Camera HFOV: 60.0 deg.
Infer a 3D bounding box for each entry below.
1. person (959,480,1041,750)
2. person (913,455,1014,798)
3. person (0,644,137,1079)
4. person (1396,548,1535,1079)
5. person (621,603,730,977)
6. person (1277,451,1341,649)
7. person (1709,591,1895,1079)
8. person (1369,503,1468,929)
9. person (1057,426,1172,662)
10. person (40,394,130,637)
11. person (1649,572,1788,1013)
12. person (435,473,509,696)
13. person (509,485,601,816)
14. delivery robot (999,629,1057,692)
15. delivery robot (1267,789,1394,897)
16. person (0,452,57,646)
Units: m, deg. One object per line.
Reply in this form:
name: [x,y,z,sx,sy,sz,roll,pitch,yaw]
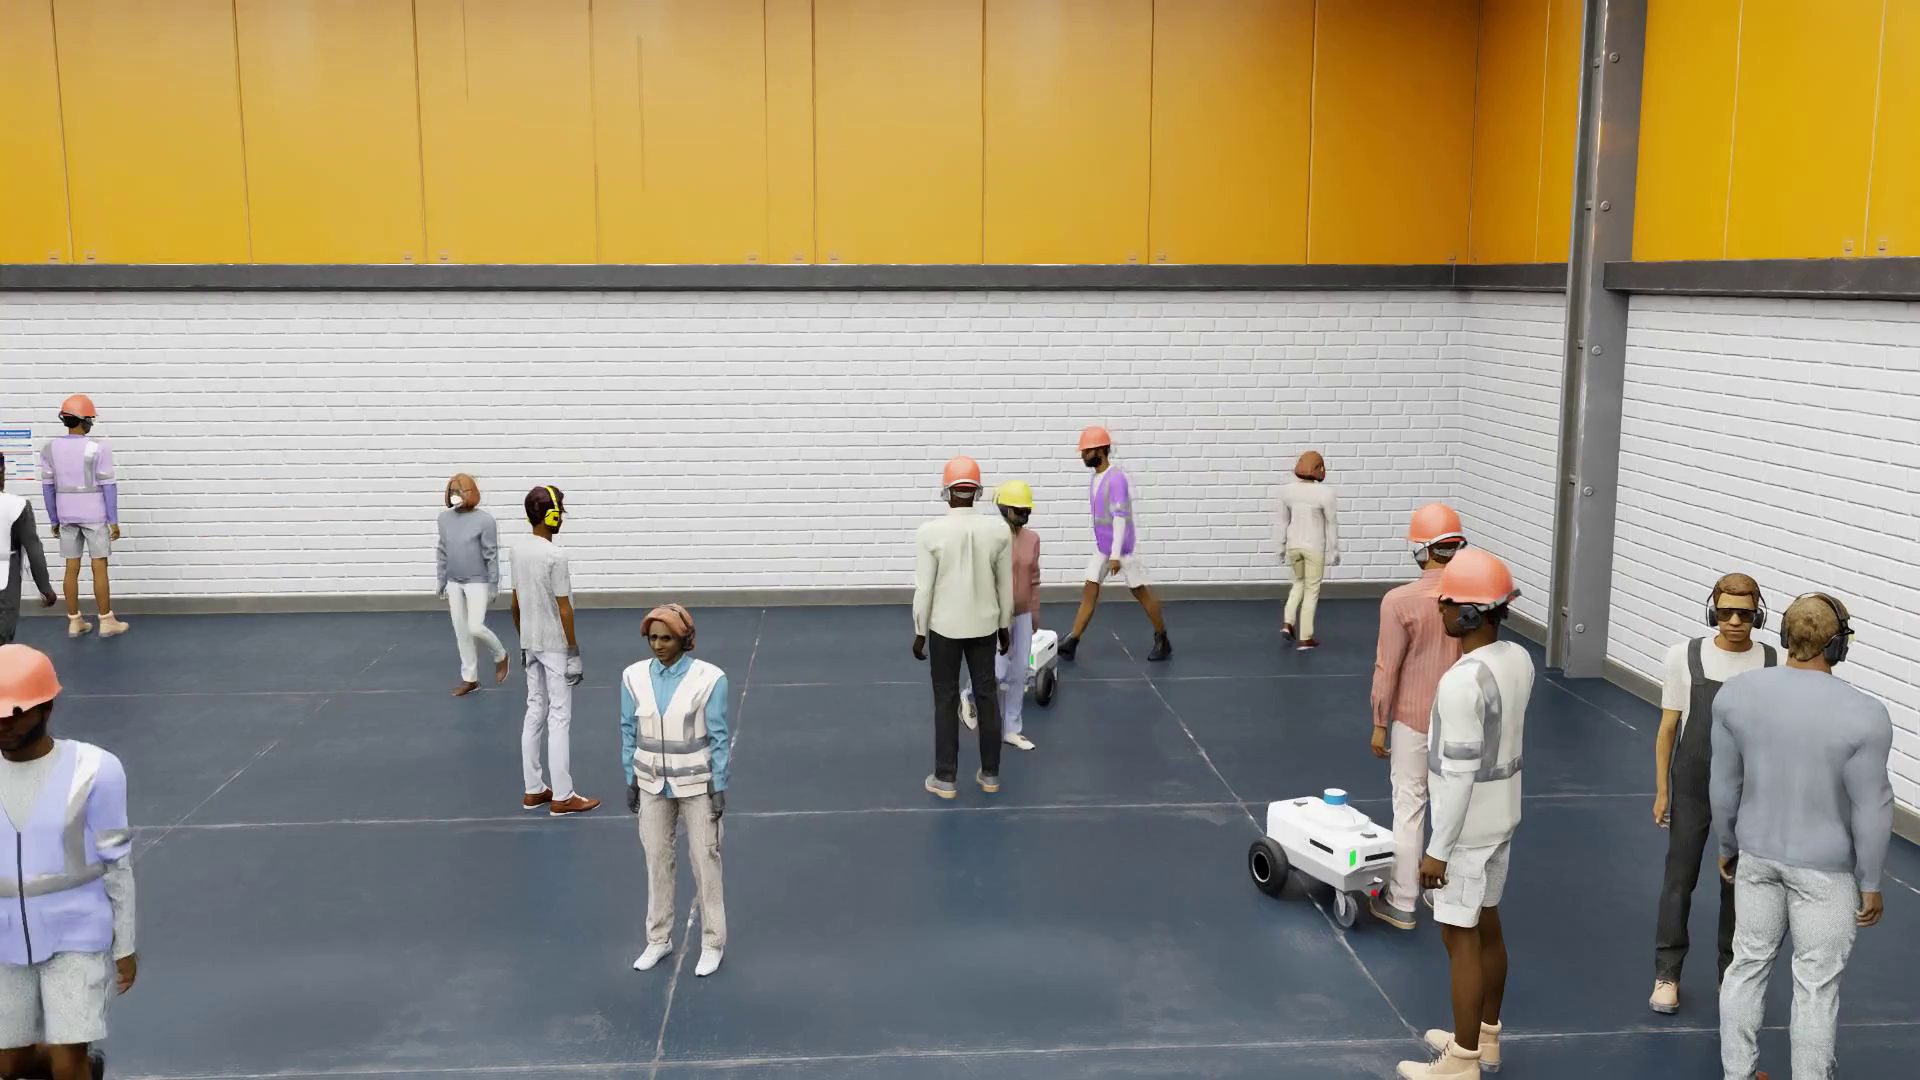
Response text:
person: [0.273,0.468,10.673,0.533,1.746,0.521,-7,11,-38]
person: [0.011,0.502,9.711,0.622,1.992,0.396,-3,10,-20]
person: [-2.910,1.242,5.329,0.550,1.918,0.749,-2,9,-9]
person: [1.874,1.041,6.165,0.368,2.046,0.608,7,11,36]
person: [-1.228,1.078,7.232,0.506,1.631,0.311,3,9,16]
person: [2.837,0.082,13.537,0.508,1.622,0.367,9,13,44]
person: [2.960,1.138,5.889,0.371,1.941,0.627,-7,11,-36]
person: [2.193,0.818,7.754,0.614,1.987,0.407,-2,9,-15]
person: [1.212,0.043,13.043,1.064,1.867,0.596,-3,10,-20]
person: [-7.347,-0.199,13.961,0.609,2.043,0.396,1,9,4]
person: [3.106,1.041,6.793,0.504,1.847,0.345,3,9,17]
person: [-3.539,0.313,12.050,0.498,1.625,0.414,4,10,22]
person: [-2.309,0.620,9.382,0.508,1.865,0.328,7,11,37]
delivery robot: [0.466,0.811,11.980,0.477,0.478,0.707,3,9,17]
delivery robot: [1.799,1.443,8.010,0.477,0.478,0.707,-4,10,-25]
person: [-6.473,0.308,11.285,0.589,1.875,0.956,1,9,5]
